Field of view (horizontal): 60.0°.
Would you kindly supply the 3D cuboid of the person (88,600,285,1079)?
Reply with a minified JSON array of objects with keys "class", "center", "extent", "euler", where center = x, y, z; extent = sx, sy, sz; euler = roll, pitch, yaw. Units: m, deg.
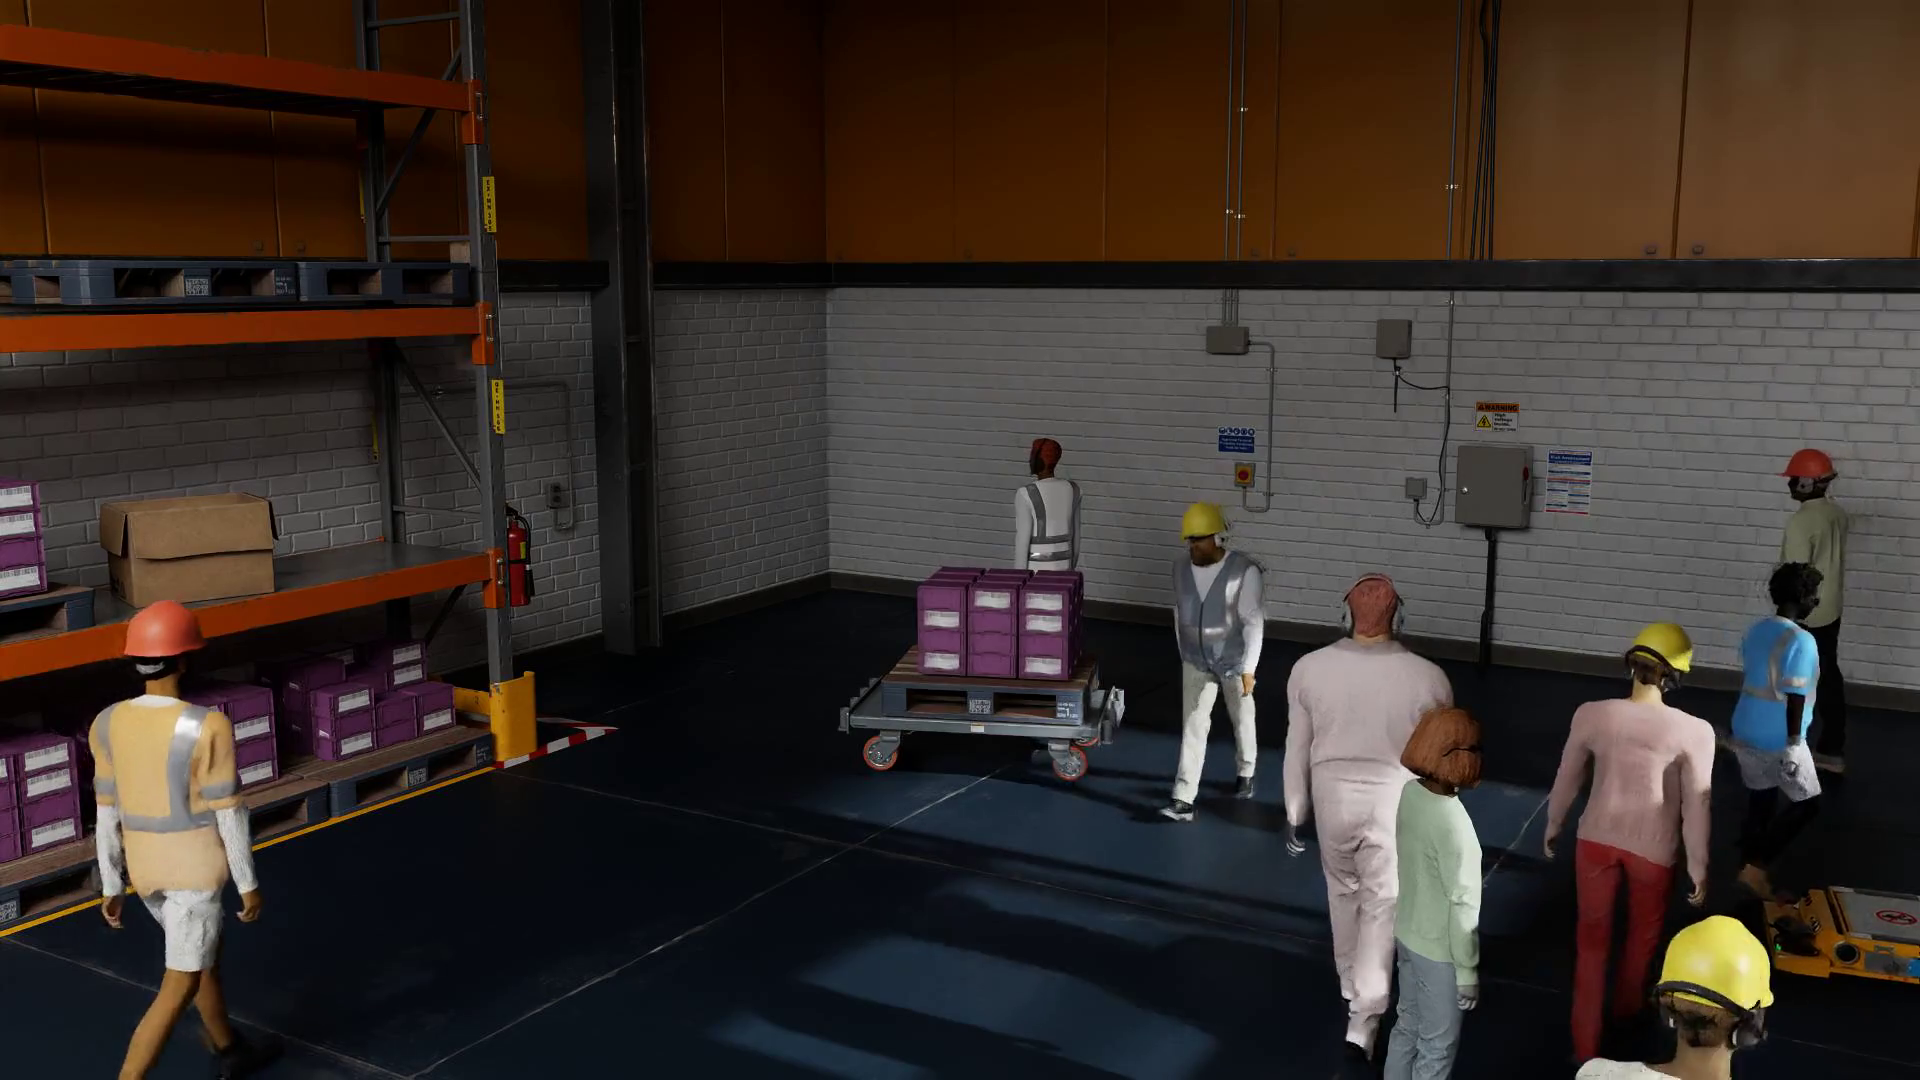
[{"class":"person","center":[-2.787,1.163,5.841],"extent":[0.552,1.905,0.981],"euler":[3,10,19]}]

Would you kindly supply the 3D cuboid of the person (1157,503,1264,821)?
[{"class":"person","center":[1.439,0.664,9.348],"extent":[0.610,1.761,0.985],"euler":[6,11,32]}]

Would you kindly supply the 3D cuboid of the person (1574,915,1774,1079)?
[{"class":"person","center":[1.525,1.625,3.441],"extent":[0.534,1.735,0.735],"euler":[8,12,42]}]

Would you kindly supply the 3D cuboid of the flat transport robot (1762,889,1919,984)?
[{"class":"flat transport robot","center":[4.288,1.752,7.190],"extent":[1.431,0.197,0.652],"euler":[4,10,21]}]

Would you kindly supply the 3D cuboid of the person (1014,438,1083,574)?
[{"class":"person","center":[0.603,0.218,11.747],"extent":[0.575,1.884,0.355],"euler":[-7,11,-37]}]

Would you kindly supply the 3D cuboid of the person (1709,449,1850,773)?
[{"class":"person","center":[5.117,0.410,10.295],"extent":[0.635,1.959,0.914],"euler":[-6,11,-32]}]

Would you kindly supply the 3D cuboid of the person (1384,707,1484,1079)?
[{"class":"person","center":[1.572,1.348,5.472],"extent":[0.288,1.634,0.499],"euler":[-1,9,-6]}]

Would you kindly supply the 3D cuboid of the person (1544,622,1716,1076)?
[{"class":"person","center":[2.553,1.158,6.372],"extent":[0.616,1.706,0.832],"euler":[6,11,32]}]

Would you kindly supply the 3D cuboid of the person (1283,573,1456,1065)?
[{"class":"person","center":[1.604,1.059,6.553],"extent":[0.651,1.865,0.976],"euler":[4,10,23]}]

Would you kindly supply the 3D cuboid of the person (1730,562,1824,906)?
[{"class":"person","center":[3.893,0.938,7.909],"extent":[0.386,1.666,0.563],"euler":[0,9,-1]}]
